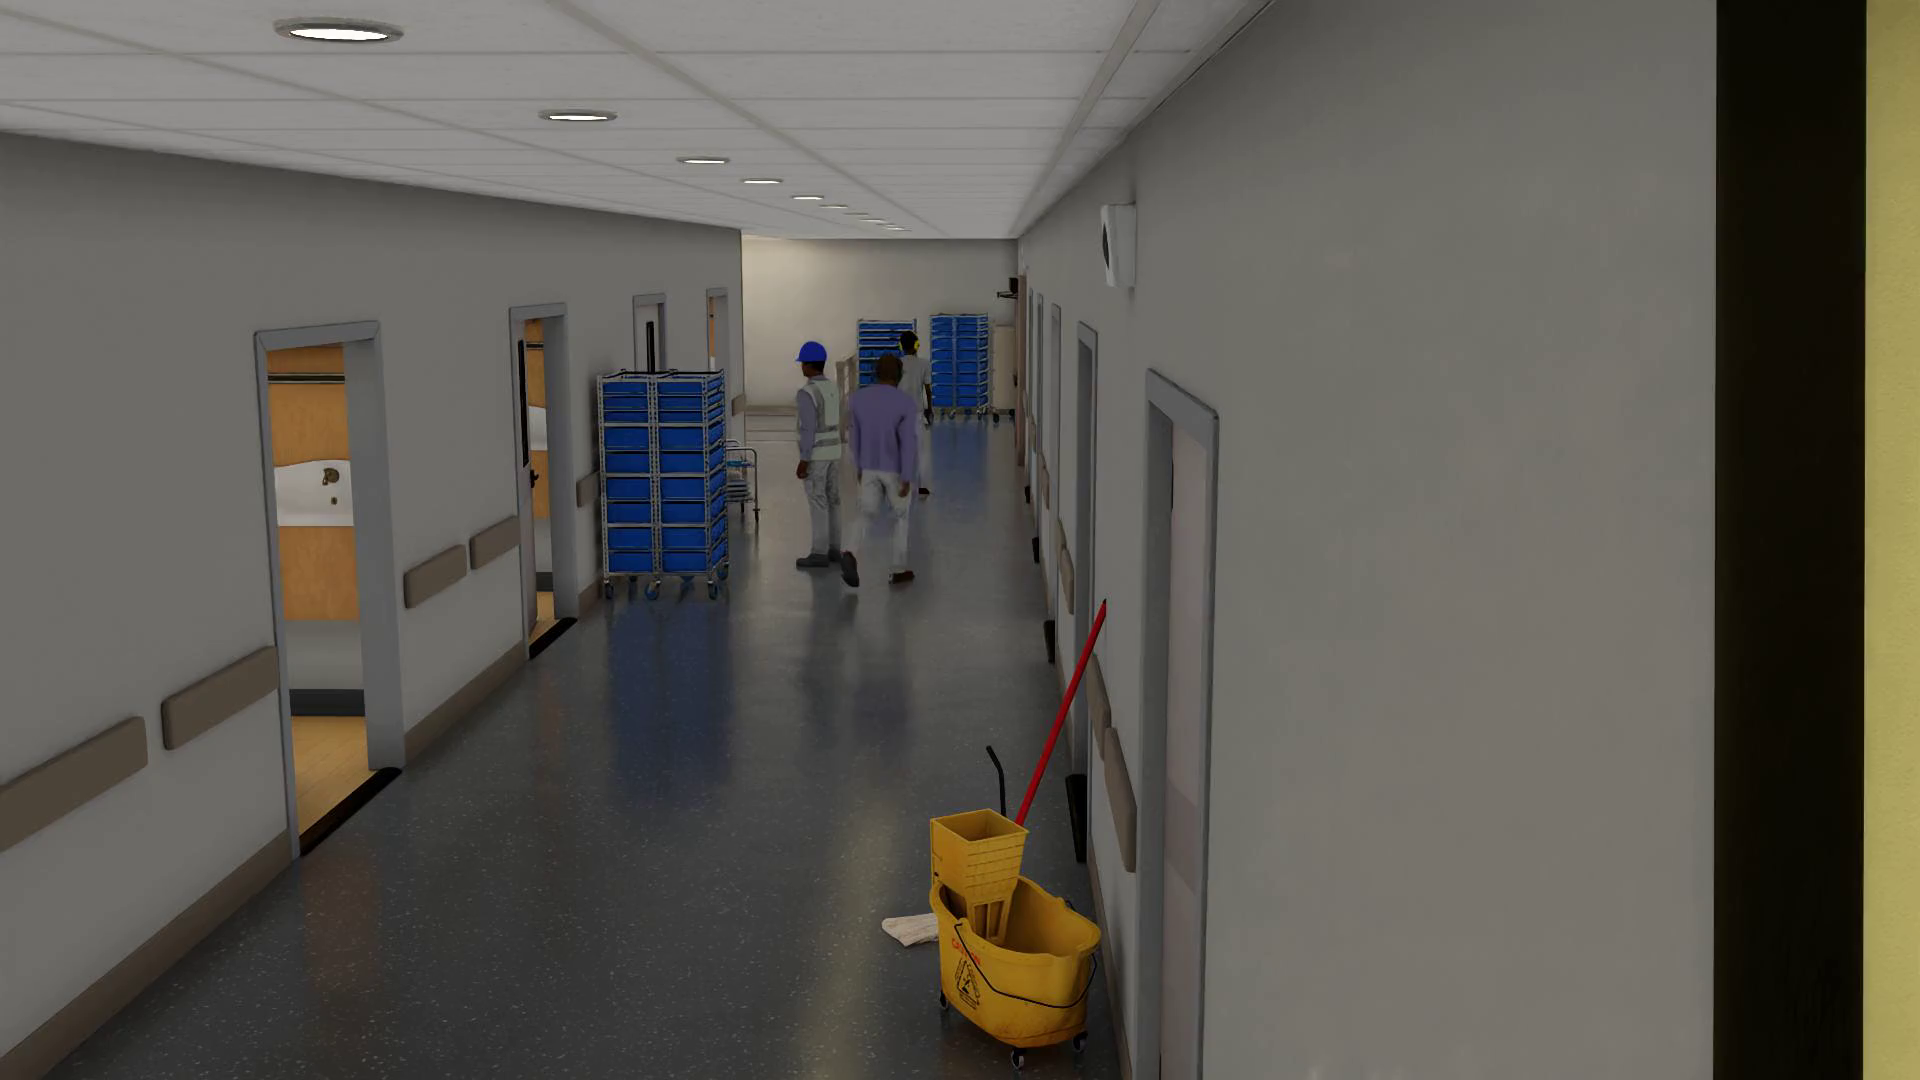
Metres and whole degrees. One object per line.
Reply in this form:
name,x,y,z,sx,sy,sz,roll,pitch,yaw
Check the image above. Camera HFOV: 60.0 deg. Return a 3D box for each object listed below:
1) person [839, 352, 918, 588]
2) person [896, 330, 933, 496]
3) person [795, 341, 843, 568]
person,-0.647,-0.552,13.375,0.634,1.913,0.797,4,10,25
person,-0.568,-1.419,18.693,0.521,1.865,0.319,0,9,-2
person,-1.232,-0.736,14.352,0.406,1.947,0.606,4,10,24
